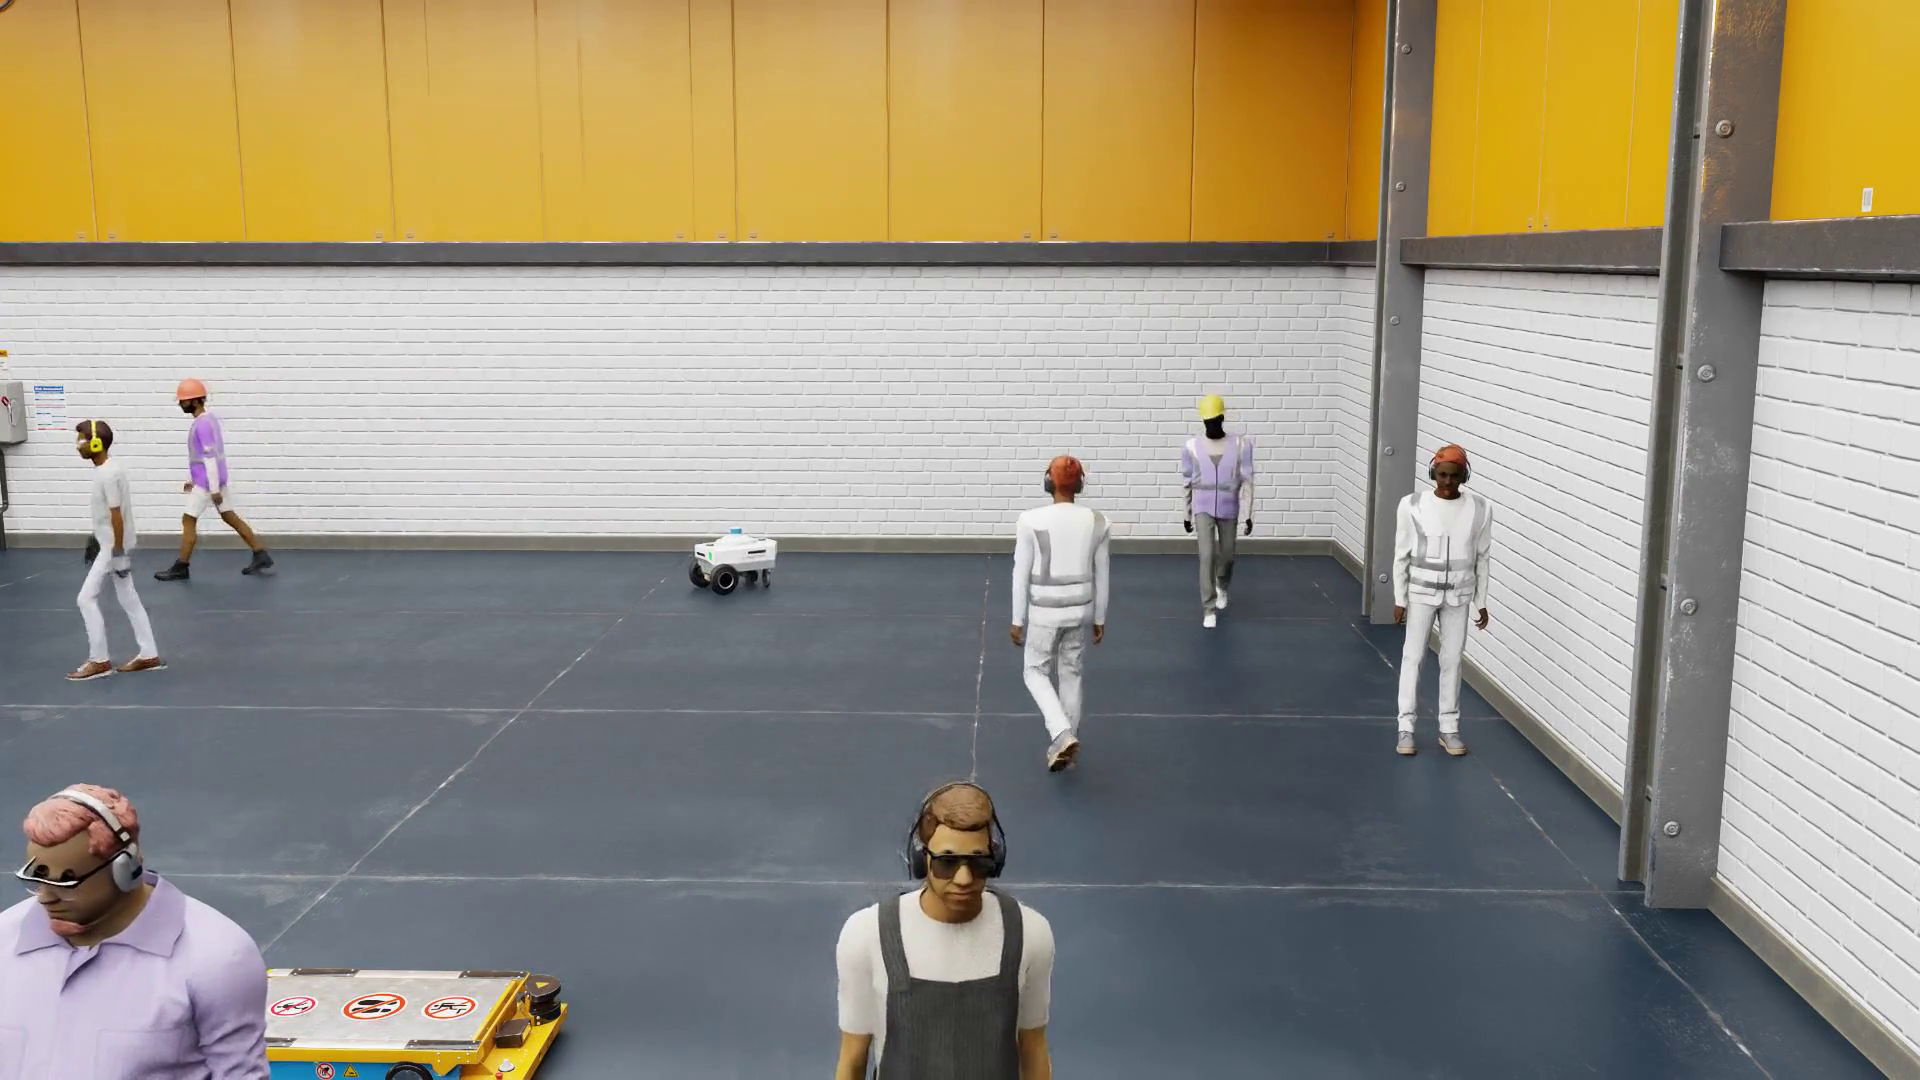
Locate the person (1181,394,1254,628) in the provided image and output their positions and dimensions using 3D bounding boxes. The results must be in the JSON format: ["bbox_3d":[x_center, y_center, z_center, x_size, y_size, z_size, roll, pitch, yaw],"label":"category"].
[{"bbox_3d":[2.107,-0.274,13.704,0.595,1.890,0.883,1,10,7],"label":"person"}]

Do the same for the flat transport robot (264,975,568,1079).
[{"bbox_3d":[-2.249,1.820,6.161,1.431,0.197,0.652,0,10,2],"label":"flat transport robot"}]

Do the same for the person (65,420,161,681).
[{"bbox_3d":[-6.123,0.070,11.822,0.748,1.843,0.534,-4,10,-21],"label":"person"}]

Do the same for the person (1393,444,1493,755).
[{"bbox_3d":[2.888,0.365,9.996,0.573,1.873,0.359,1,10,4],"label":"person"}]

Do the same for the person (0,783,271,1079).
[{"bbox_3d":[-1.822,1.445,3.598,0.639,1.901,0.402,1,10,4],"label":"person"}]

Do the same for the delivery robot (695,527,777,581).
[{"bbox_3d":[-2.011,0.124,14.984,0.707,0.478,0.477,-6,12,-33],"label":"delivery robot"}]

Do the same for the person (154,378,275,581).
[{"bbox_3d":[-6.946,-0.568,15.452,1.019,1.885,0.537,-3,10,-15],"label":"person"}]

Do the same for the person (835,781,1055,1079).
[{"bbox_3d":[-0.041,1.426,3.899,0.524,1.833,0.612,-1,10,-9],"label":"person"}]

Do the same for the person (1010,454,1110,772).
[{"bbox_3d":[0.596,0.441,9.564,0.594,1.866,0.550,-3,10,-18],"label":"person"}]
